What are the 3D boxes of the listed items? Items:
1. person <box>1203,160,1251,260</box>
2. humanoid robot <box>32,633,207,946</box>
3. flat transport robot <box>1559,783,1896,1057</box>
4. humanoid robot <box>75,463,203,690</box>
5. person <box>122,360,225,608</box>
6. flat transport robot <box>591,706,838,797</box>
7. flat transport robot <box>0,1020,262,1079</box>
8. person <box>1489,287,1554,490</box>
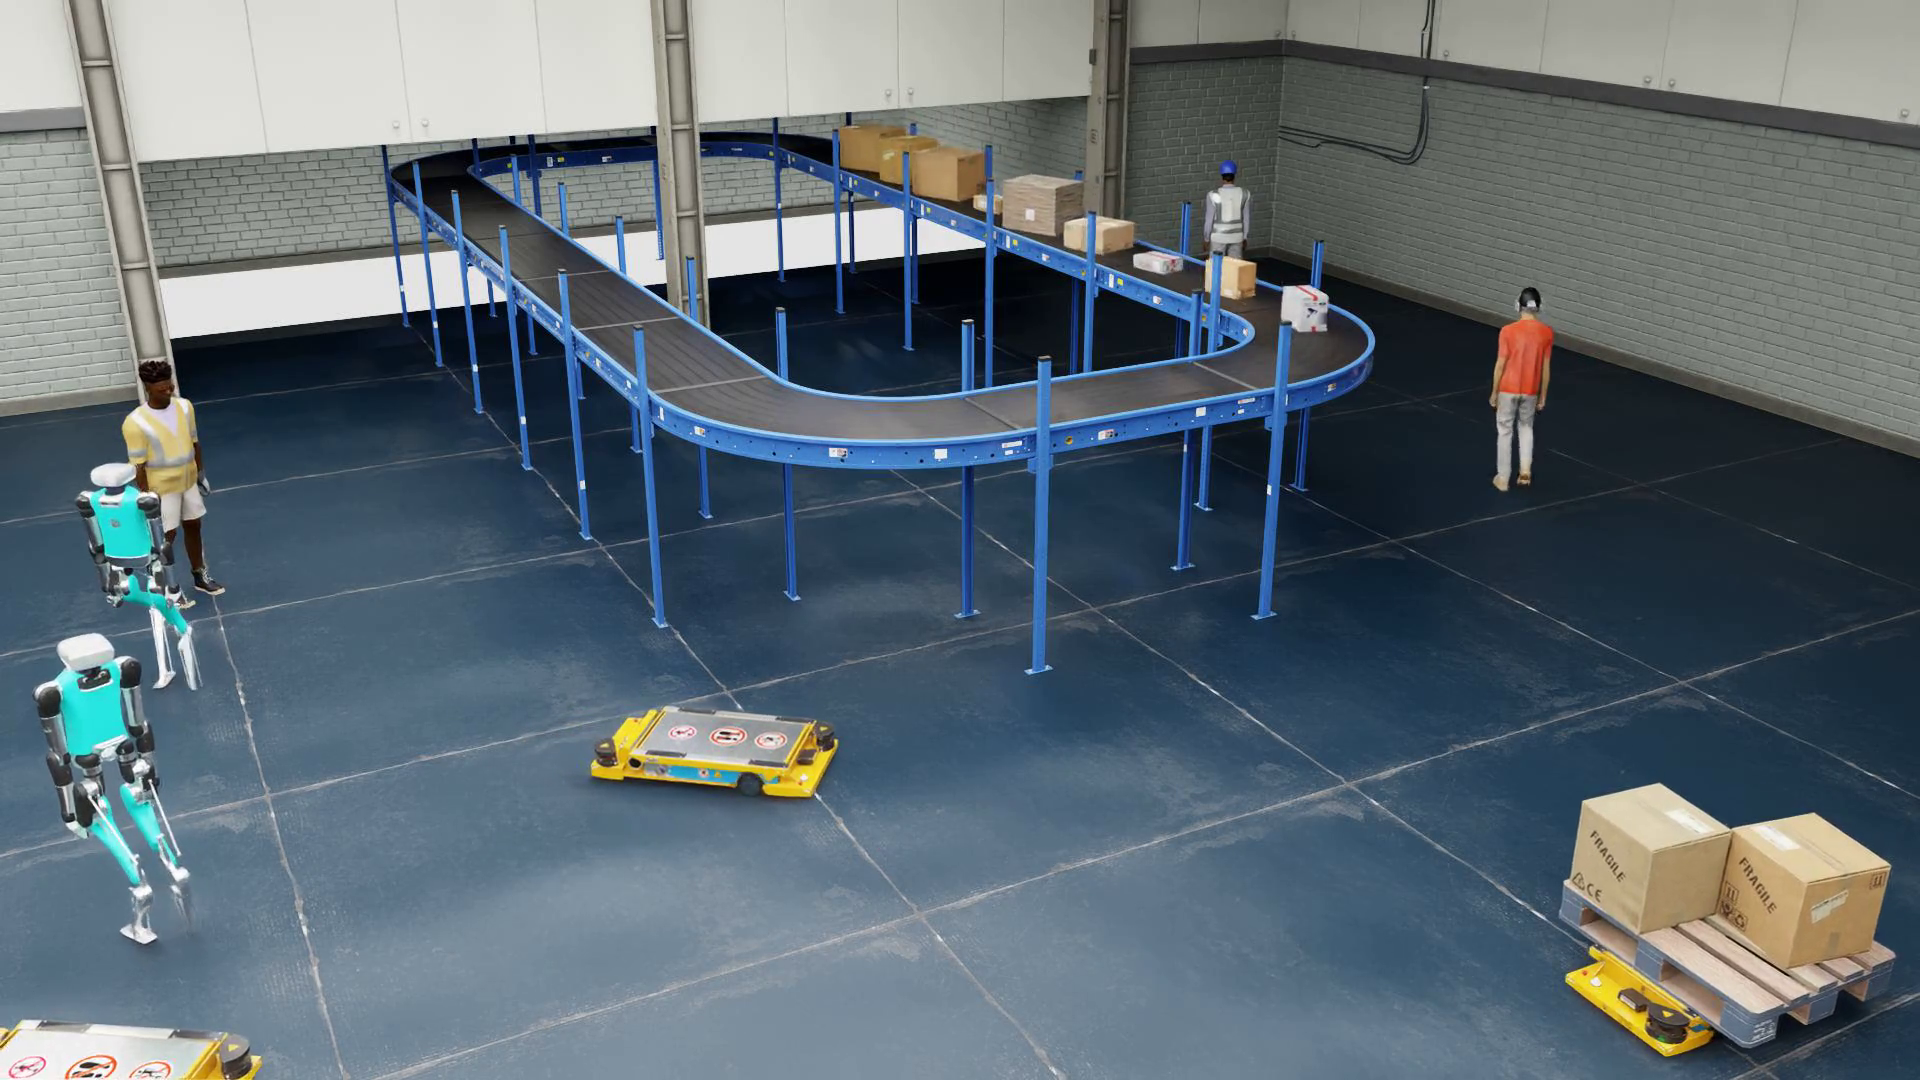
[{"bbox_3d":[3.378,-3.830,21.120,0.603,1.937,0.399,-3,22,-8],"label":"person"},{"bbox_3d":[-4.254,1.407,8.555,0.658,1.883,0.538,15,26,32],"label":"humanoid robot"},{"bbox_3d":[3.864,2.180,8.488,1.431,0.231,0.659,-10,24,-24],"label":"flat transport robot"},{"bbox_3d":[-5.485,0.283,11.318,0.539,1.851,0.780,0,22,0],"label":"humanoid robot"},{"bbox_3d":[-6.017,-0.434,12.711,0.397,1.957,0.597,10,24,23],"label":"person"},{"bbox_3d":[-1.549,1.339,10.566,1.431,0.231,0.659,4,22,10],"label":"flat transport robot"},{"bbox_3d":[-4.053,2.524,7.636,1.431,0.231,0.659,2,22,5],"label":"flat transport robot"},{"bbox_3d":[5.055,-1.354,15.052,0.486,1.896,0.474,1,22,2],"label":"person"}]
